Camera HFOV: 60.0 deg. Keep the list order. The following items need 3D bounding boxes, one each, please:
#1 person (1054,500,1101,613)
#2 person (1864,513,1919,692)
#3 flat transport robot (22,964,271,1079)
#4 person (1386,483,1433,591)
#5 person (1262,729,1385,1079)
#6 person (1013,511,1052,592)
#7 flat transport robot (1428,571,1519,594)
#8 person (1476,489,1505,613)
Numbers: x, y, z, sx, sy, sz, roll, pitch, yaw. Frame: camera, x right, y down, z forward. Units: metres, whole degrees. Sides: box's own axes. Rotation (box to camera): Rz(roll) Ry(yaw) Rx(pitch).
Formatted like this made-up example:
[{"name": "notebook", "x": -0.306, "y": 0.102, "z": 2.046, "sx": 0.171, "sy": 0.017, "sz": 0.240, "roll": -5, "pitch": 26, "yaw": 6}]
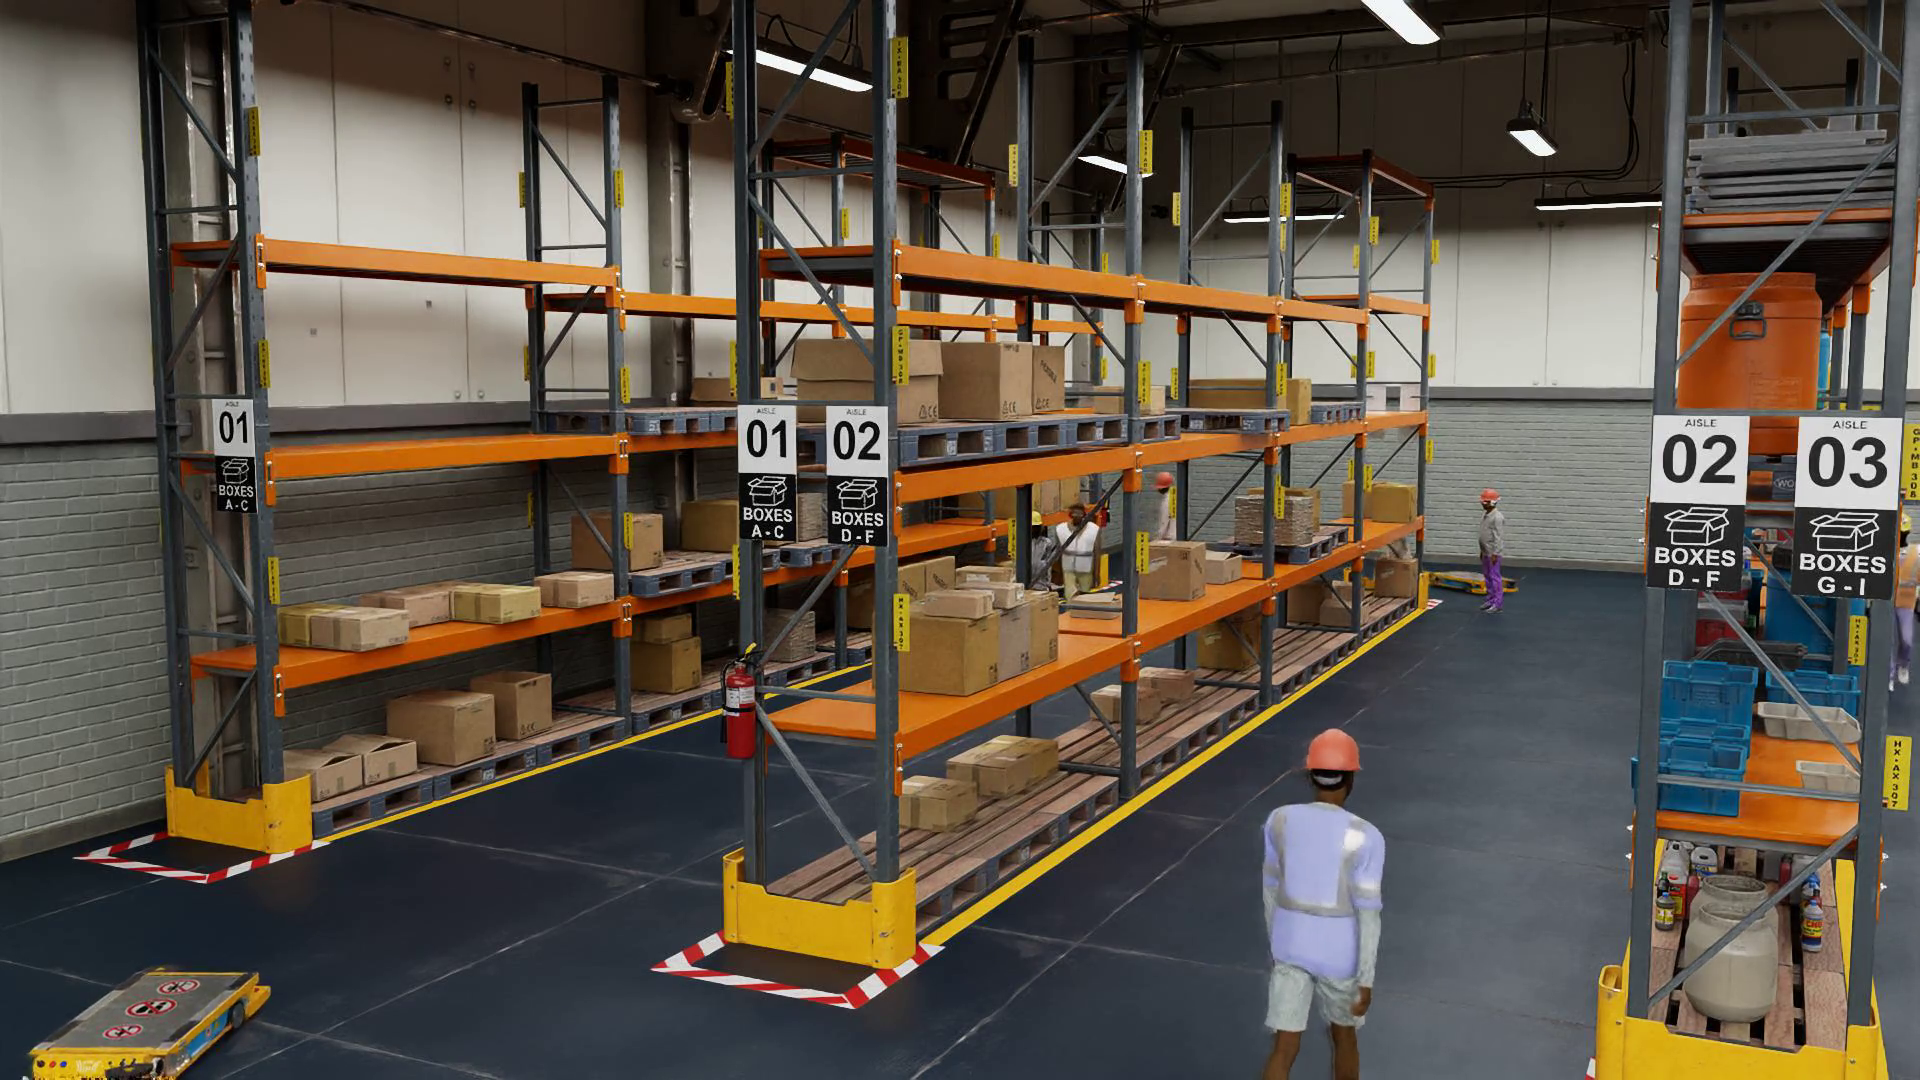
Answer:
[{"name": "person", "x": 1.474, "y": 0.384, "z": 20.835, "sx": 0.589, "sy": 1.812, "sz": 0.670, "roll": 0, "pitch": 6, "yaw": 4}, {"name": "person", "x": 9.970, "y": 0.657, "z": 17.719, "sx": 0.595, "sy": 1.912, "sz": 0.470, "roll": 3, "pitch": 7, "yaw": 30}, {"name": "flat transport robot", "x": -4.039, "y": 2.443, "z": 8.251, "sx": 0.652, "sy": 0.197, "sz": 1.431, "roll": 0, "pitch": 6, "yaw": 0}, {"name": "person", "x": 6.670, "y": -0.004, "z": 25.092, "sx": 0.879, "sy": 1.706, "sz": 0.544, "roll": 3, "pitch": 6, "yaw": 24}, {"name": "person", "x": 1.508, "y": 1.770, "z": 7.067, "sx": 0.545, "sy": 1.891, "sz": 0.951, "roll": 3, "pitch": 7, "yaw": 30}, {"name": "person", "x": 0.876, "y": 0.524, "z": 19.821, "sx": 0.489, "sy": 1.743, "sz": 0.322, "roll": -2, "pitch": 6, "yaw": -17}, {"name": "flat transport robot", "x": 7.881, "y": 0.648, "z": 25.703, "sx": 0.652, "sy": 0.197, "sz": 1.431, "roll": -3, "pitch": 6, "yaw": -24}, {"name": "person", "x": 7.467, "y": 0.147, "z": 23.480, "sx": 0.360, "sy": 1.745, "sz": 0.562, "roll": 0, "pitch": 6, "yaw": -4}]
